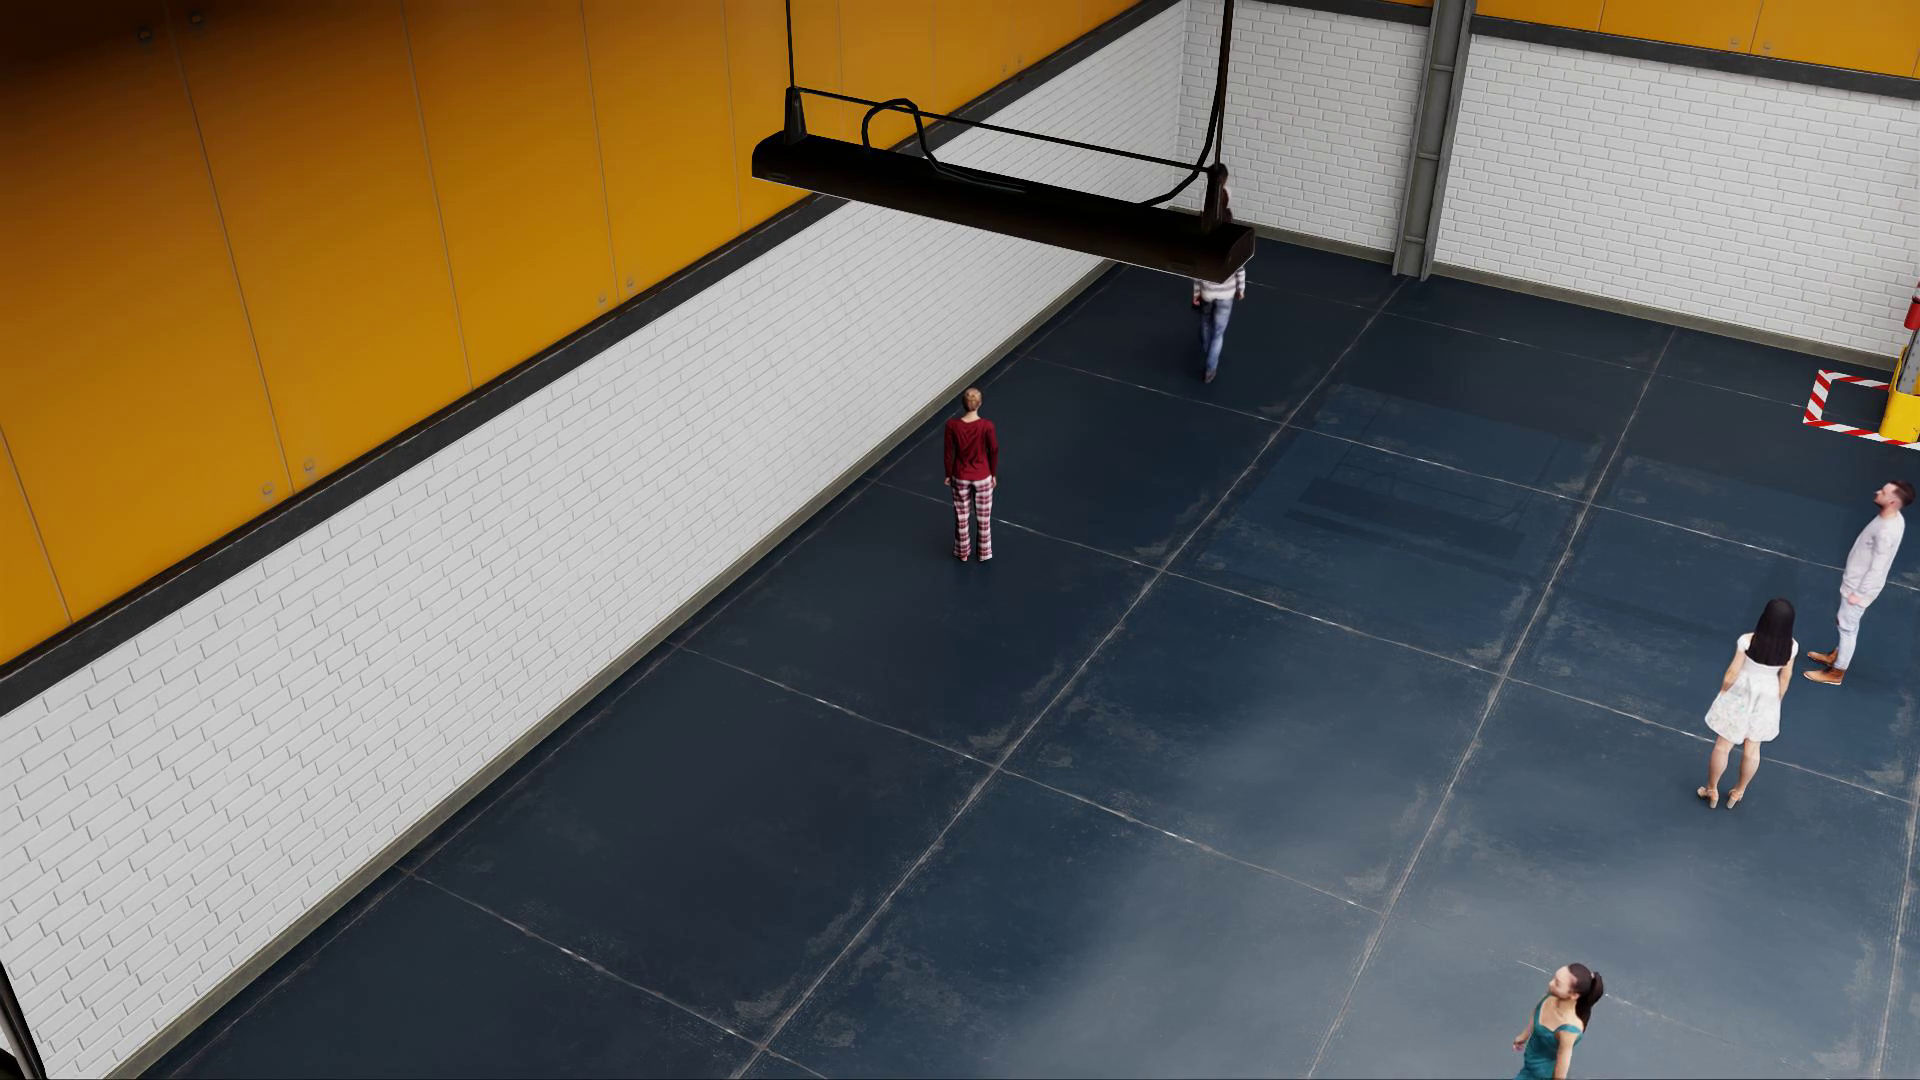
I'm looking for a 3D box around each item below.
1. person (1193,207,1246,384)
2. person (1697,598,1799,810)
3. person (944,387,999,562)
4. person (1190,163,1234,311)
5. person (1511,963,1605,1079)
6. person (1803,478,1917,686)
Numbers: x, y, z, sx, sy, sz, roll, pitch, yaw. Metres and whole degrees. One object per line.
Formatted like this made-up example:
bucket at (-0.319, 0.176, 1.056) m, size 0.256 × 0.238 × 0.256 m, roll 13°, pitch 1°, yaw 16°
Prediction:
person at (2.622, -2.485, 17.111) m, size 0.946 × 1.822 × 0.768 m, roll 15°, pitch 36°, yaw 21°
person at (5.541, 1.149, 11.687) m, size 0.683 × 1.774 × 0.794 m, roll 6°, pitch 34°, yaw 9°
person at (0.098, -0.569, 14.340) m, size 0.587 × 1.697 × 0.736 m, roll 2°, pitch 34°, yaw 4°
person at (2.824, -3.387, 18.561) m, size 0.664 × 1.720 × 0.673 m, roll -19°, pitch 38°, yaw -26°
person at (3.280, 2.923, 9.130) m, size 1.089 × 1.651 × 0.761 m, roll 7°, pitch 34°, yaw 10°
person at (7.003, 0.311, 12.888) m, size 0.540 × 1.840 × 0.674 m, roll 18°, pitch 38°, yaw 25°
